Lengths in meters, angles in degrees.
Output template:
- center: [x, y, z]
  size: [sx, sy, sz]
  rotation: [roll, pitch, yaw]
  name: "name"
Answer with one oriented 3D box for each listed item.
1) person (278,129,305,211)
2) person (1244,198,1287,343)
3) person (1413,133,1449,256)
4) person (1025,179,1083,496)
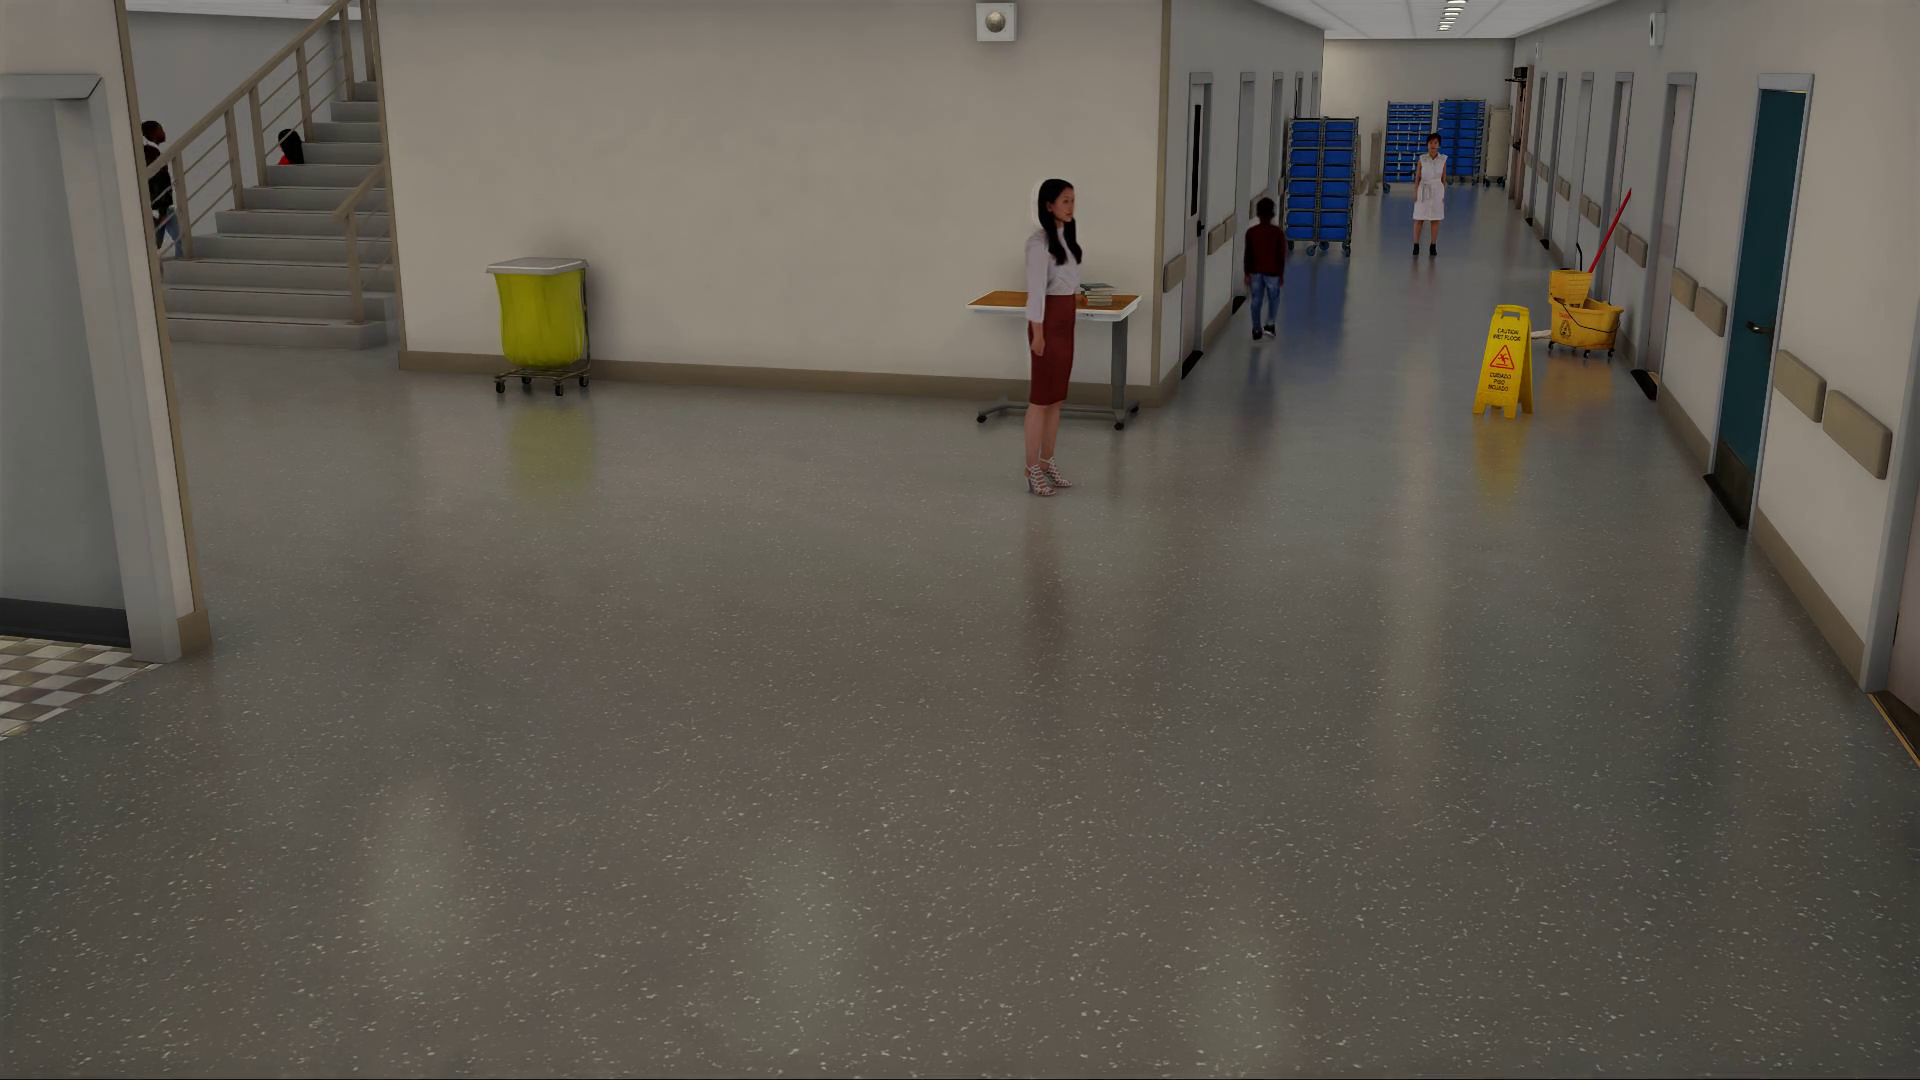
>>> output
- center: [-6.891, -3.383, 17.308]
  size: [0.685, 1.749, 0.561]
  rotation: [3, 16, 10]
  name: "person"
- center: [2.668, -2.356, 14.588]
  size: [0.510, 1.249, 0.477]
  rotation: [5, 16, 16]
  name: "person"
- center: [6.102, -4.491, 21.595]
  size: [0.582, 1.555, 0.546]
  rotation: [2, 16, 8]
  name: "person"
- center: [0.519, -1.135, 9.333]
  size: [0.711, 1.749, 0.533]
  rotation: [8, 18, 28]
  name: "person"
